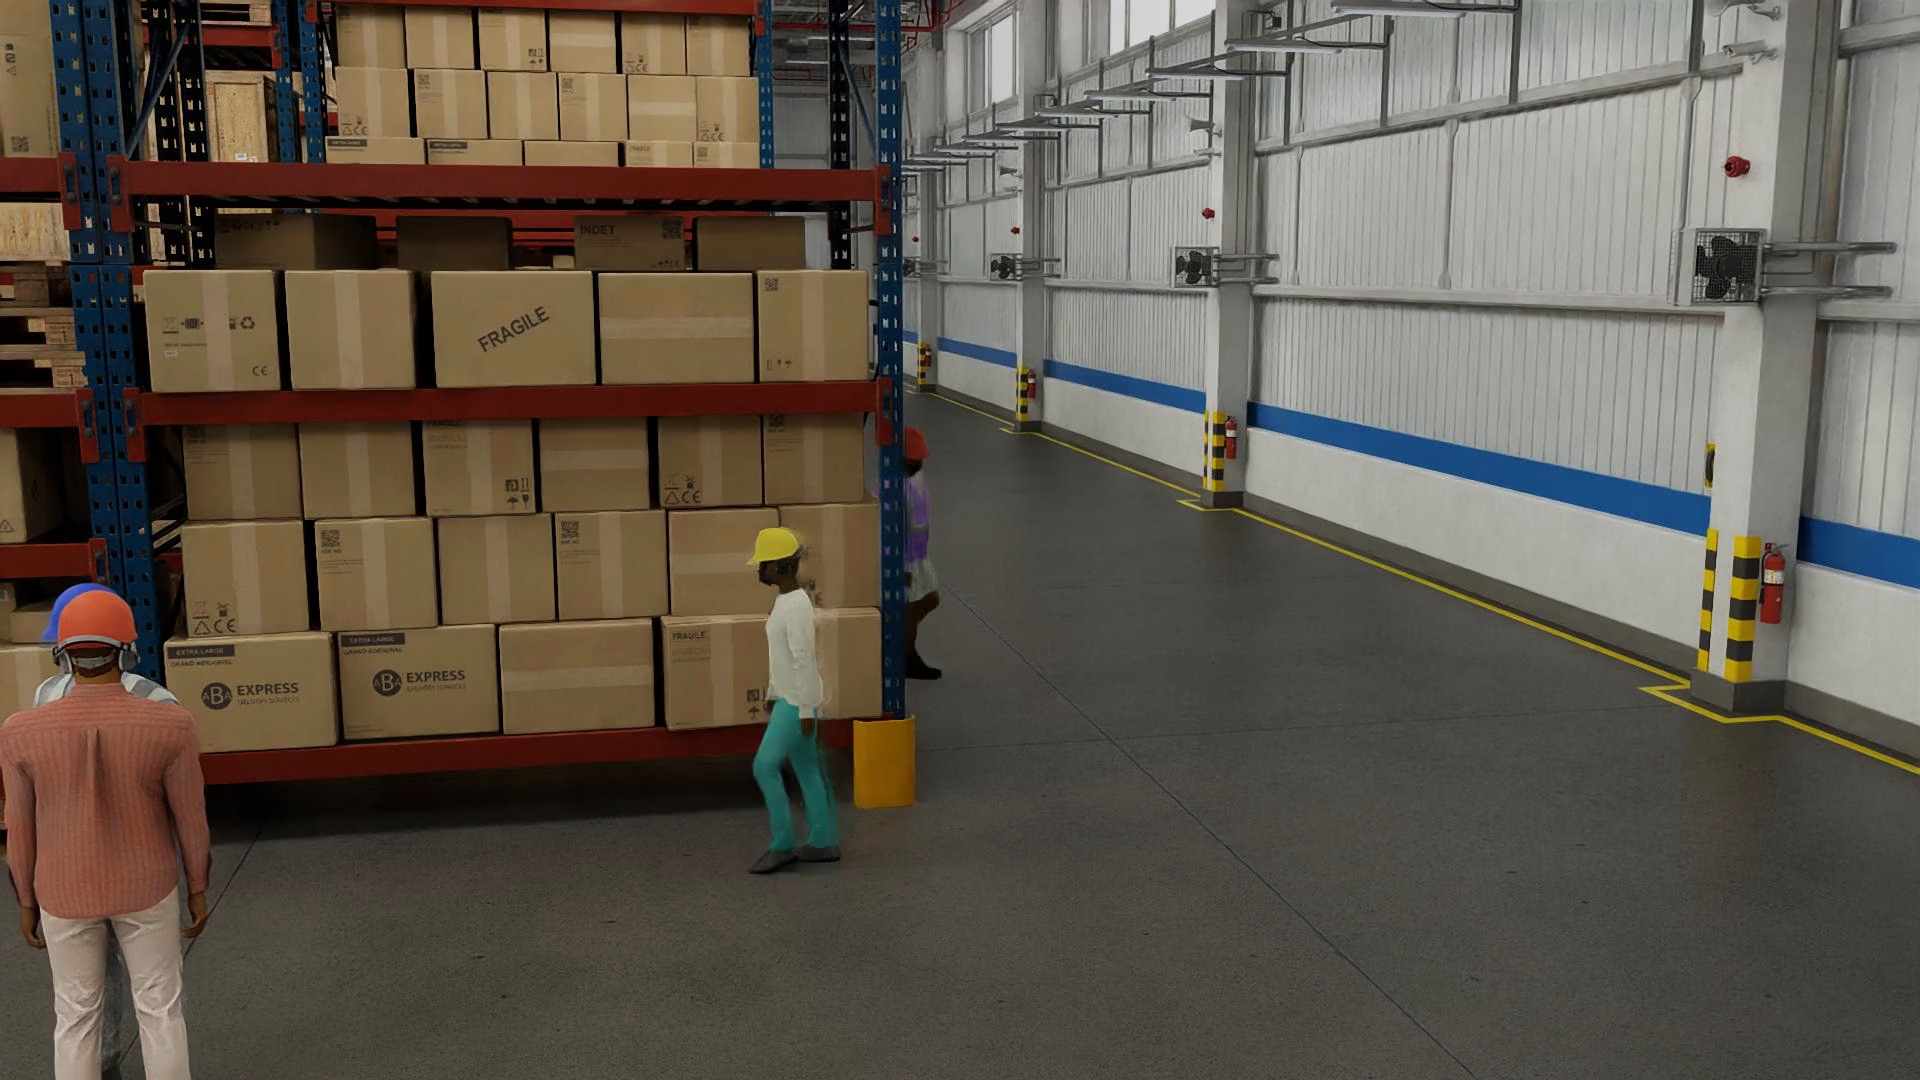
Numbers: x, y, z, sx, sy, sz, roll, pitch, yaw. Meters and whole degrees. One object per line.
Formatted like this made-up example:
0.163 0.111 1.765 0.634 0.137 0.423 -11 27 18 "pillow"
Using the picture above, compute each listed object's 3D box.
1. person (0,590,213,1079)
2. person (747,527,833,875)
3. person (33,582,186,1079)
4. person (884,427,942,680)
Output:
-2.808 1.151 5.526 0.608 1.987 0.402 -3 10 -19 "person"
-0.909 0.804 8.345 0.606 1.740 0.541 -2 9 -9 "person"
-3.010 1.107 5.883 0.603 1.951 0.380 2 10 14 "person"
-0.371 0.113 12.061 0.448 1.902 0.590 3 10 20 "person"
